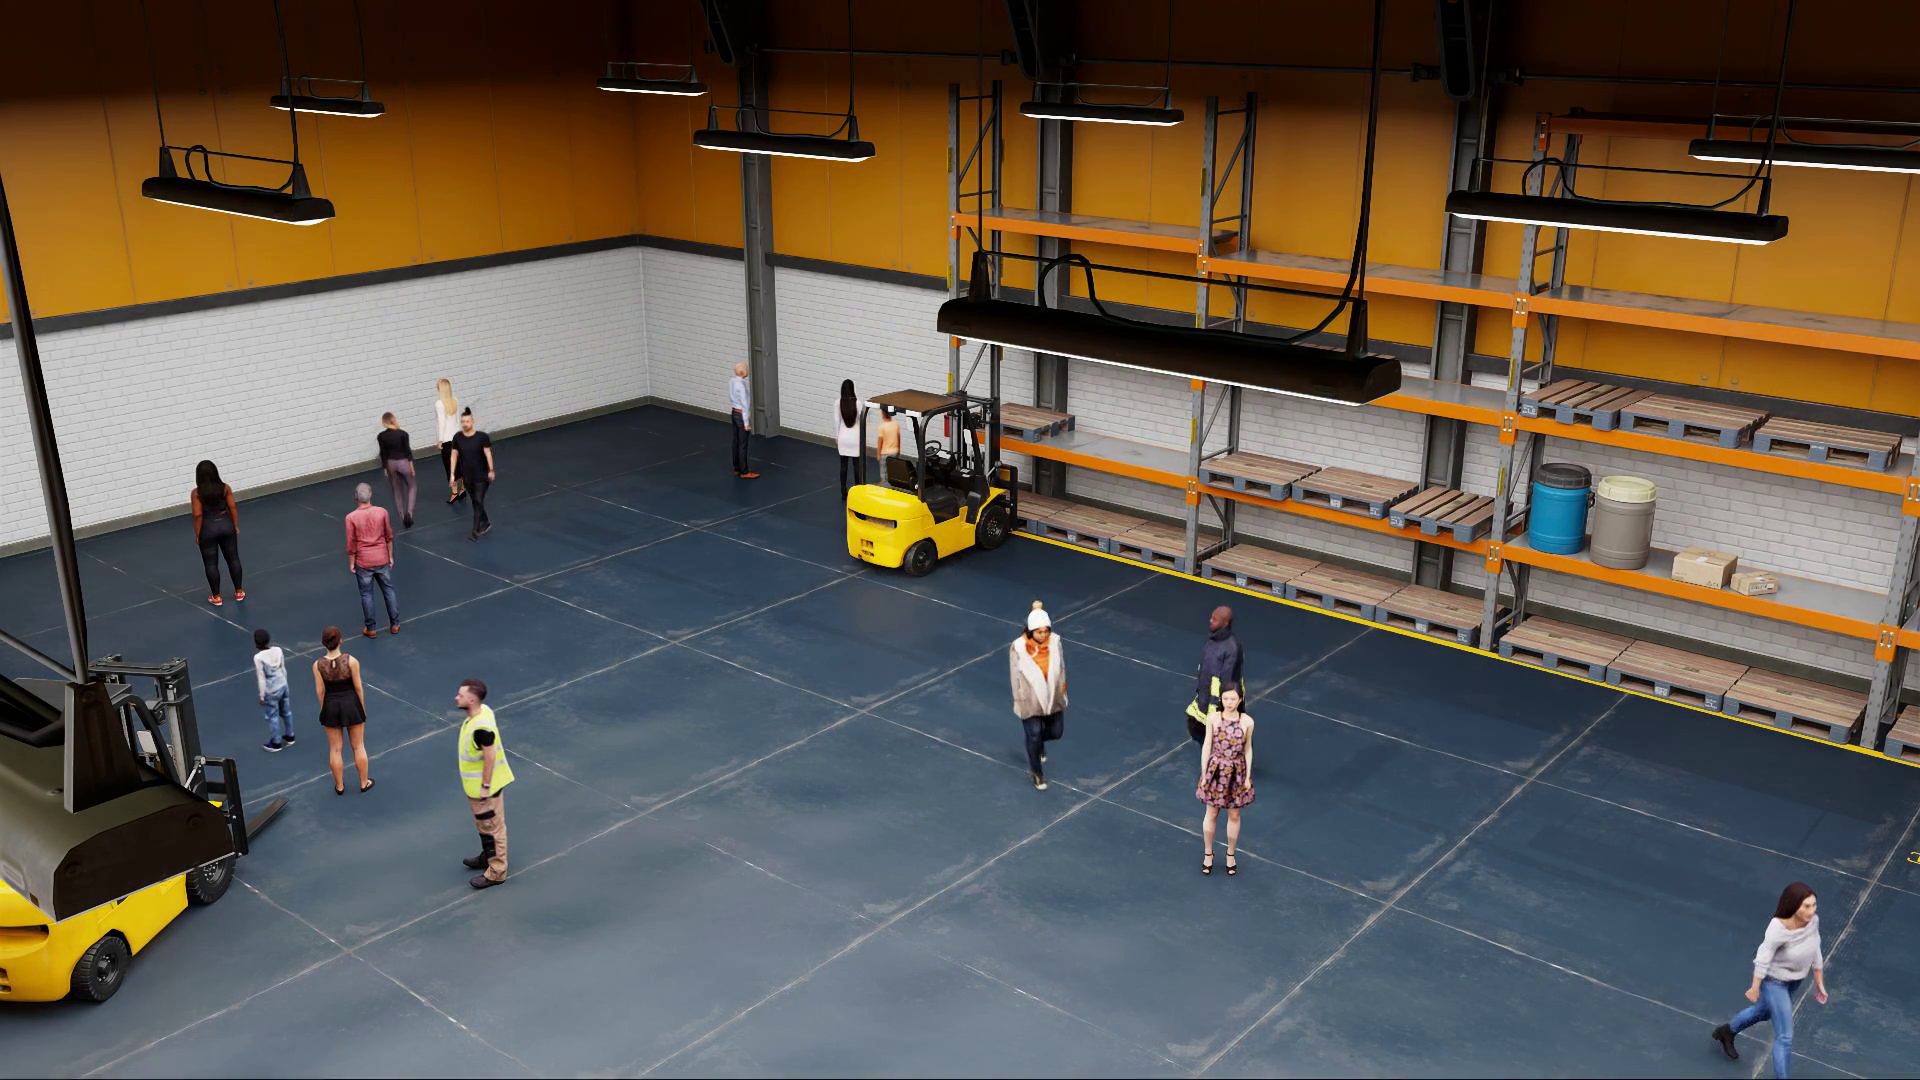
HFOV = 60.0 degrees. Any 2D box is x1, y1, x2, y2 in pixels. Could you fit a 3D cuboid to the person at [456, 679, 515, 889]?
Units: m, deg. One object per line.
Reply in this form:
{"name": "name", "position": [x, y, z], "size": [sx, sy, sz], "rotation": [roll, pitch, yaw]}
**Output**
{"name": "person", "position": [-4.020, 2.010, 13.994], "size": [0.905, 1.846, 0.829], "rotation": [-6, 20, -17]}

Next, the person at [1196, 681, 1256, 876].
{"name": "person", "position": [2.257, 2.020, 14.078], "size": [0.781, 1.774, 0.859], "rotation": [2, 19, 7]}

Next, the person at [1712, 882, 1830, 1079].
{"name": "person", "position": [5.545, 3.015, 11.405], "size": [0.843, 1.594, 1.125], "rotation": [-10, 21, -28]}

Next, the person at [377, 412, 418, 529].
{"name": "person", "position": [-7.795, -0.926, 23.019], "size": [0.732, 1.652, 0.797], "rotation": [0, 19, -1]}

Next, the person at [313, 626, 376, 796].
{"name": "person", "position": [-5.775, 1.582, 15.536], "size": [0.679, 1.674, 0.724], "rotation": [-4, 19, -12]}

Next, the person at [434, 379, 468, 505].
{"name": "person", "position": [-7.433, -1.440, 24.222], "size": [0.628, 1.857, 0.682], "rotation": [7, 20, 21]}

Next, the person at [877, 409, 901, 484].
{"name": "person", "position": [-1.031, -1.258, 24.308], "size": [0.571, 1.457, 0.570], "rotation": [-11, 22, -31]}

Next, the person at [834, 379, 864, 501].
{"name": "person", "position": [-1.625, -1.472, 24.395], "size": [0.614, 1.807, 0.744], "rotation": [5, 19, 14]}

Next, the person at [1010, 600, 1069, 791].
{"name": "person", "position": [0.722, 1.404, 15.731], "size": [0.991, 1.886, 1.069], "rotation": [-7, 20, -21]}

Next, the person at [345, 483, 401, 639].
{"name": "person", "position": [-6.832, 0.226, 19.318], "size": [0.744, 1.830, 0.668], "rotation": [-11, 22, -30]}

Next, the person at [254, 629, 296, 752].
{"name": "person", "position": [-6.826, 1.469, 16.520], "size": [0.518, 1.259, 0.504], "rotation": [11, 21, 29]}

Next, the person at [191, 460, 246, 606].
{"name": "person", "position": [-9.091, -0.109, 20.333], "size": [0.714, 1.816, 0.686], "rotation": [-13, 23, -34]}

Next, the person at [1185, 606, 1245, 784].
{"name": "person", "position": [2.516, 1.453, 15.697], "size": [0.989, 1.816, 0.917], "rotation": [-6, 19, -16]}

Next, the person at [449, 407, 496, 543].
{"name": "person", "position": [-6.615, -0.916, 22.728], "size": [1.206, 1.818, 1.153], "rotation": [2, 19, 6]}

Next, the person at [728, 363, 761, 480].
{"name": "person", "position": [-3.358, -1.846, 25.531], "size": [0.770, 1.791, 0.624], "rotation": [-10, 21, -28]}
